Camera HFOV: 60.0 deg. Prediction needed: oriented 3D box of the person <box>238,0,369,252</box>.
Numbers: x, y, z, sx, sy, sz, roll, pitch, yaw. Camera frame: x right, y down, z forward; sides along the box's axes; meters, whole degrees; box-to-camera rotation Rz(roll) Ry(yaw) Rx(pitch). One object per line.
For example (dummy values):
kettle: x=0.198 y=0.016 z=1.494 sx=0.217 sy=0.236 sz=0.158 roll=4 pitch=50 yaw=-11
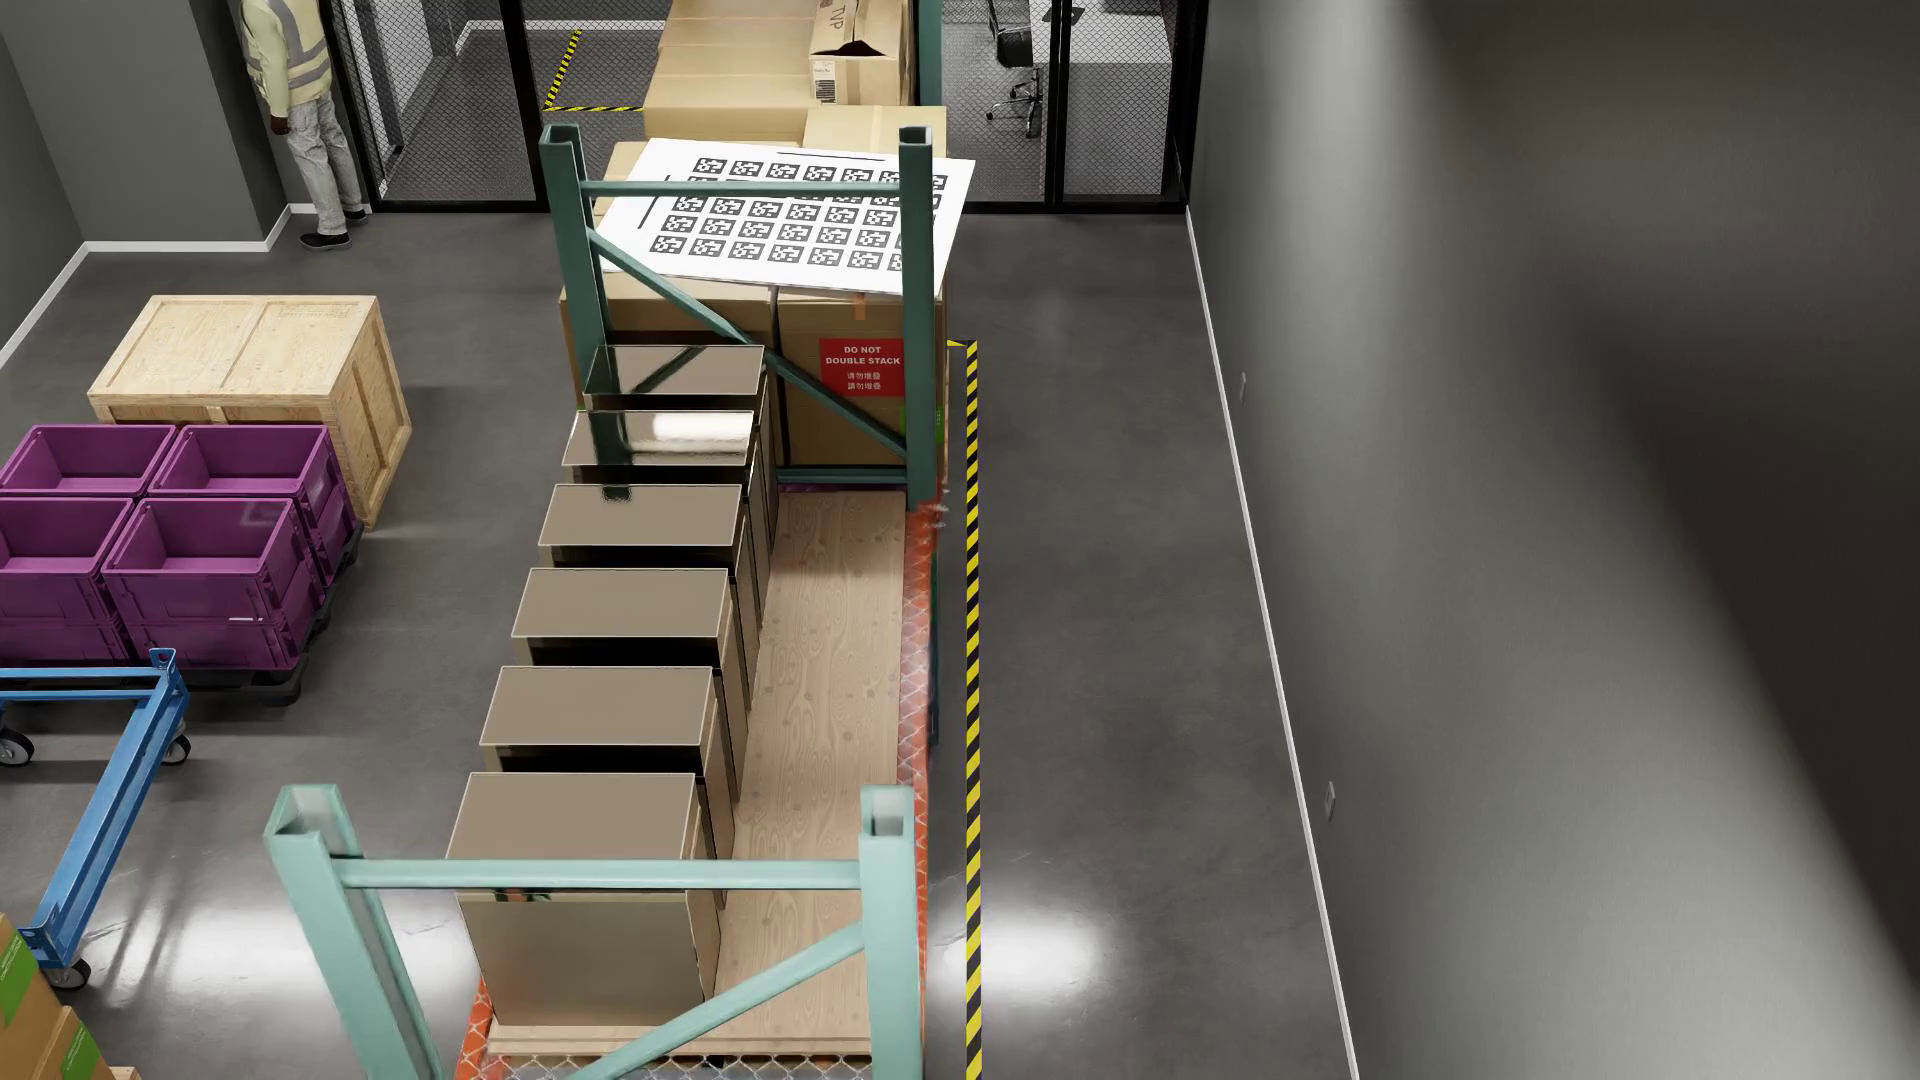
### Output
person: x=-3.483 y=-2.392 z=8.699 sx=0.404 sy=1.830 sz=0.602 roll=5 pitch=41 yaw=6
